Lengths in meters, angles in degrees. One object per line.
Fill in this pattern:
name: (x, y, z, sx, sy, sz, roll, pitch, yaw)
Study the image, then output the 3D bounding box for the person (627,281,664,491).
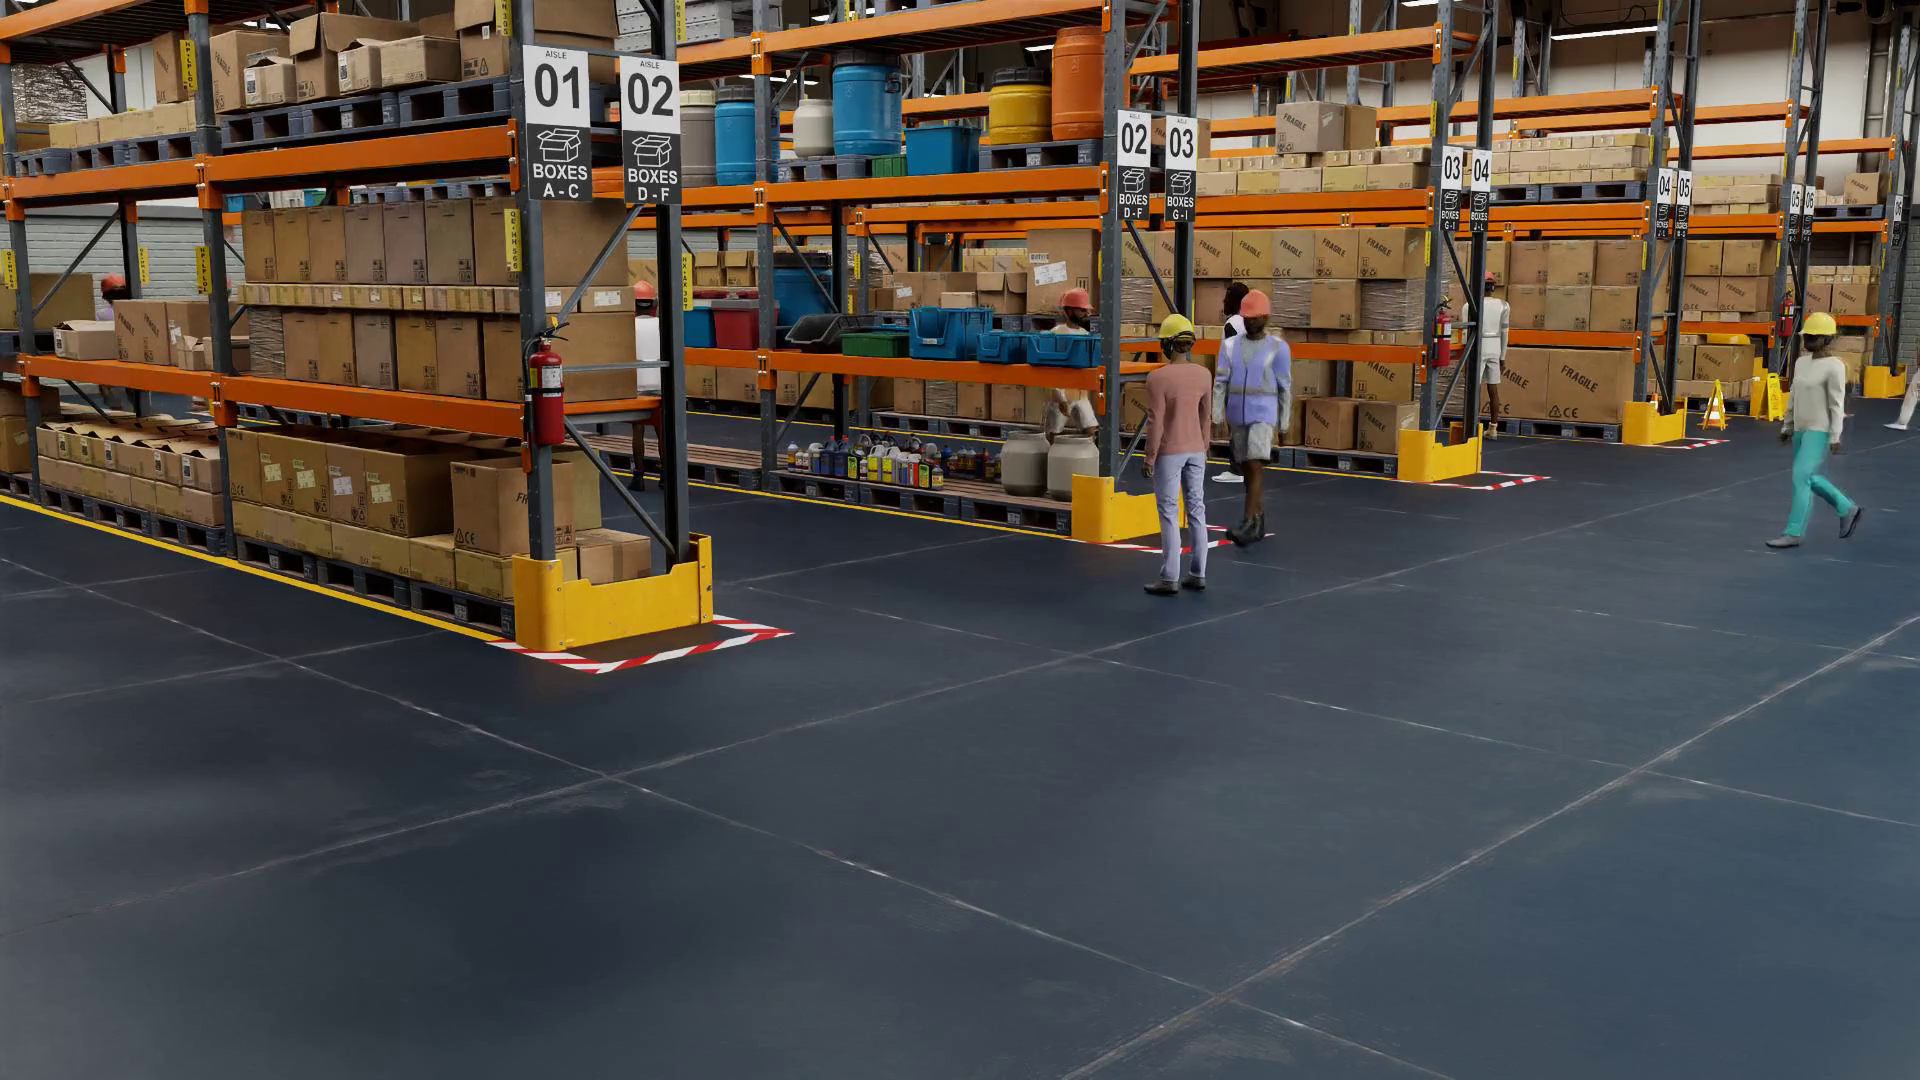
person: (-2.930, -1.438, 15.514, 0.544, 1.939, 0.354, -4, 10, -24)

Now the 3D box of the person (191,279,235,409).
person: (-10.897, -2.903, 24.549, 1.057, 1.933, 0.634, -8, 12, -40)

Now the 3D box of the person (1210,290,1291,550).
person: (2.129, -0.891, 12.311, 0.551, 1.884, 0.962, 6, 11, 32)

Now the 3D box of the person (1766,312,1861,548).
person: (6.386, -0.820, 12.331, 0.741, 1.739, 0.528, 0, 9, -3)

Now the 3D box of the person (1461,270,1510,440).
person: (6.278, -2.218, 20.007, 0.605, 2.034, 0.389, -2, 9, -12)

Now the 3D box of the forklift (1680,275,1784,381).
forklift: (12.480, -3.427, 27.053, 1.214, 2.155, 2.313, 9, 13, 43)

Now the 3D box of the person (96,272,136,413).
person: (-8.533, -1.723, 17.016, 0.616, 2.024, 0.845, -9, 13, -43)

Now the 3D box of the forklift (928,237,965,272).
forklift: (-0.326, -5.817, 39.609, 1.129, 2.768, 1.873, 9, 13, 43)

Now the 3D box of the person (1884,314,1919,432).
person: (12.009, -2.157, 20.881, 0.723, 1.610, 0.542, 6, 11, 33)

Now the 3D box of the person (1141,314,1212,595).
person: (1.364, -0.543, 10.552, 0.530, 1.767, 0.328, -6, 11, -33)

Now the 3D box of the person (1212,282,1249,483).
person: (2.686, -1.524, 16.092, 0.390, 1.922, 0.591, 5, 10, 26)

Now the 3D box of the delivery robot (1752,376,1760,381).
delivery robot: (11.858, -2.401, 25.489, 0.707, 0.478, 0.477, 5, 10, 27)

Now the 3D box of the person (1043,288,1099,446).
person: (0.954, -1.313, 14.917, 0.547, 1.895, 0.995, -8, 12, -40)
